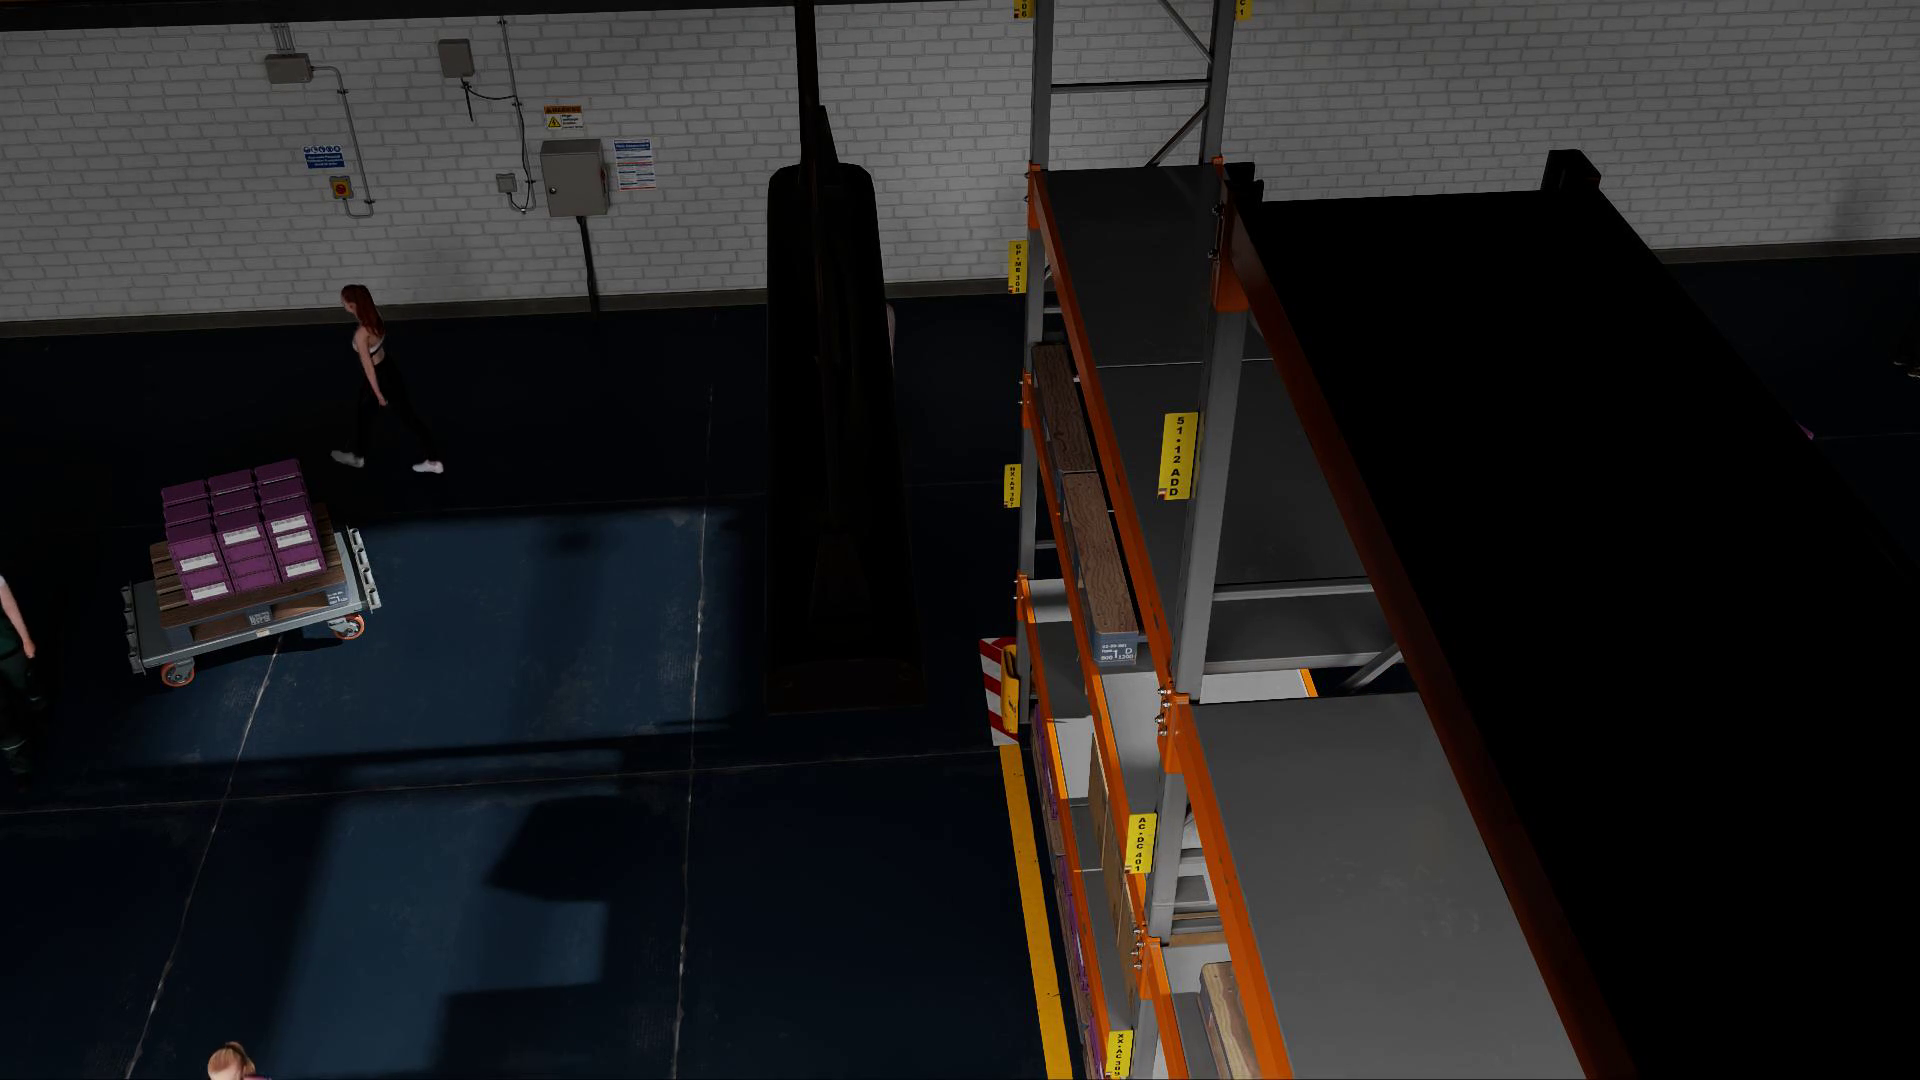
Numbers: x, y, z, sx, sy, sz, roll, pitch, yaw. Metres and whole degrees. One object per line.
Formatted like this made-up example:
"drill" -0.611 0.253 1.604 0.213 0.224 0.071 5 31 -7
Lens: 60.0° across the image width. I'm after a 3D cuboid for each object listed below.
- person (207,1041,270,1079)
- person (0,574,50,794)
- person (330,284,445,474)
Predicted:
"person" -3.480 2.881 8.233 0.564 1.261 0.713 -11 40 -14
"person" -6.159 0.651 10.597 0.918 1.795 1.220 -16 41 -19
"person" -4.425 -1.216 13.012 0.837 1.699 1.136 6 39 7
